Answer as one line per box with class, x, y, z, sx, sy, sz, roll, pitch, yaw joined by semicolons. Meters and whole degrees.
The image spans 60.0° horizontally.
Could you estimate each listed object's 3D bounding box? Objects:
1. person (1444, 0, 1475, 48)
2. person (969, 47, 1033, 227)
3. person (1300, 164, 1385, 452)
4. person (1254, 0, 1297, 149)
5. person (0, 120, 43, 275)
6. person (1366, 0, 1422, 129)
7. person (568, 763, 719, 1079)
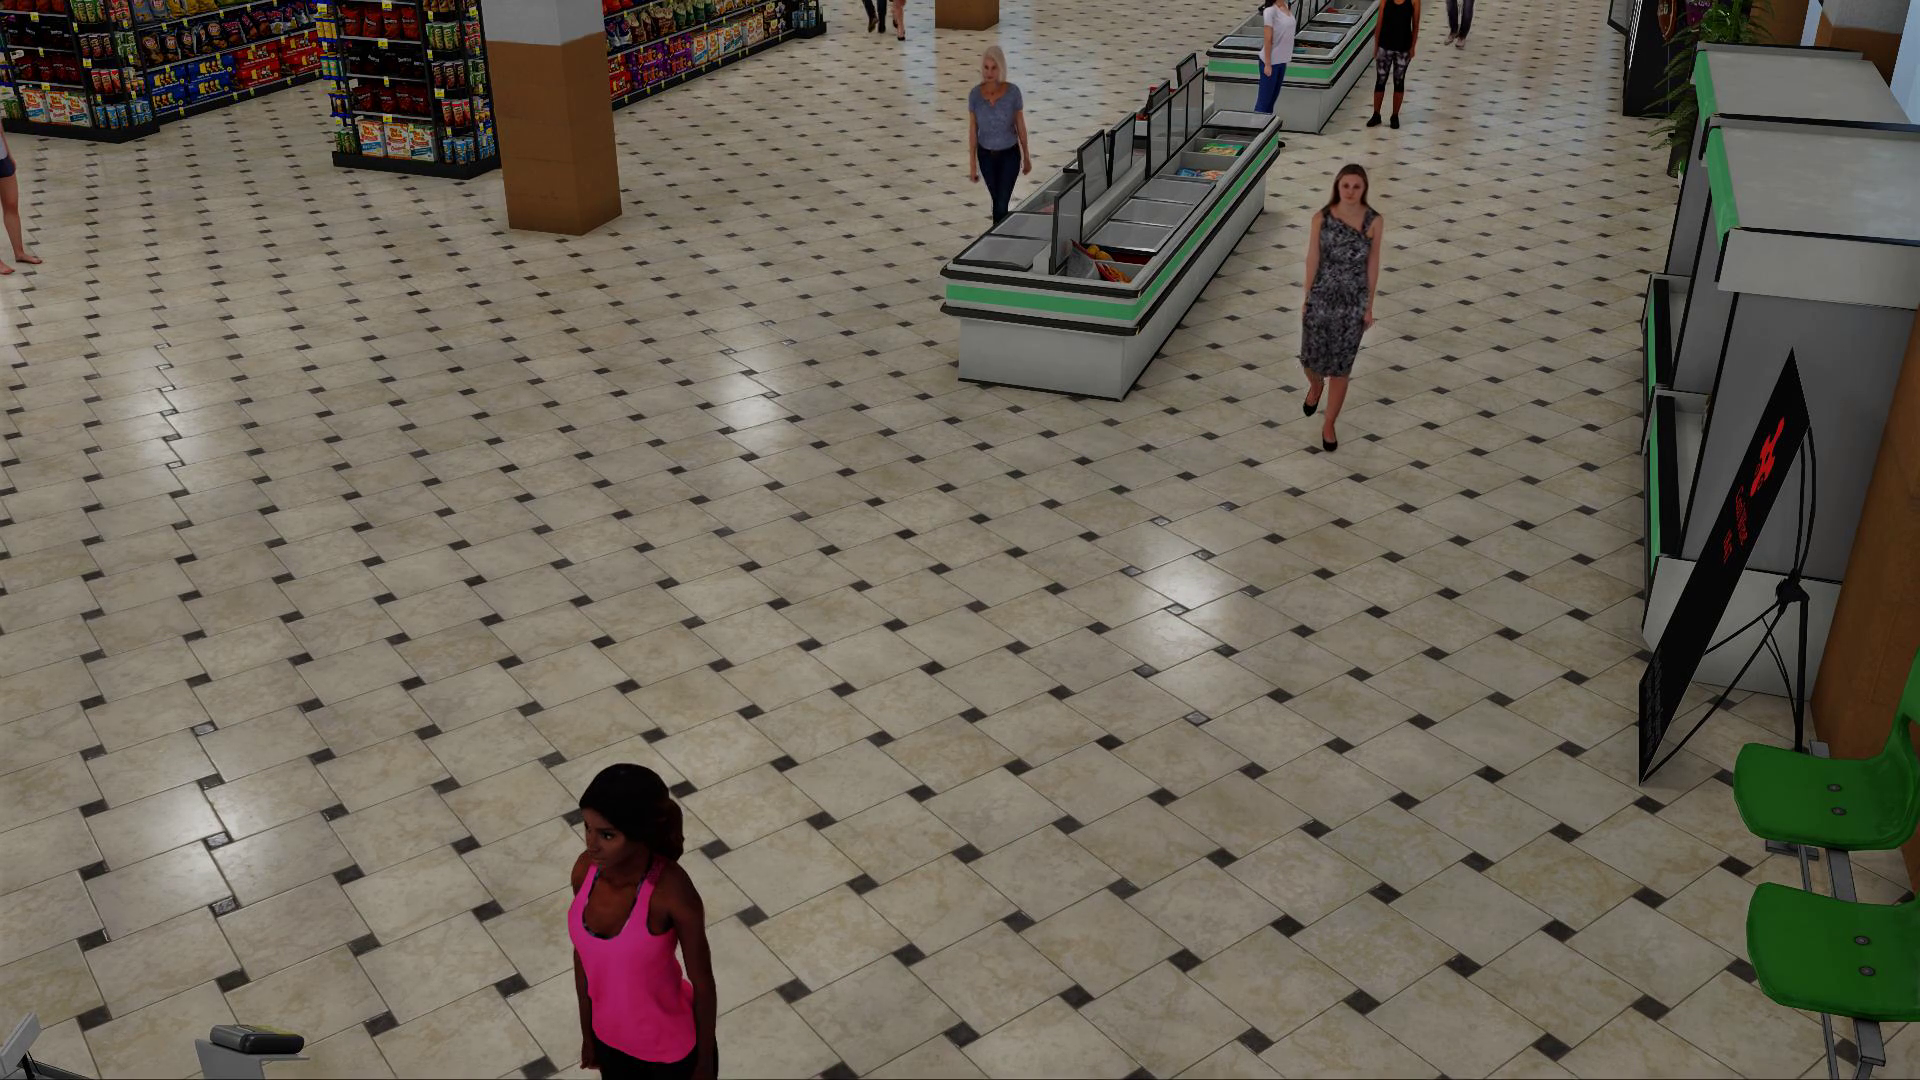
person;6.447;-7.191;21.084;0.742;1.810;0.666;13;30;23
person;0.323;-2.951;12.907;0.614;1.645;1.112;9;28;16
person;2.236;-1.395;9.783;0.596;1.694;0.751;7;28;13
person;3.037;-4.623;16.159;0.700;1.685;0.516;15;30;27
person;-7.492;-2.934;12.805;0.642;1.707;0.453;9;28;18
person;4.490;-5.107;17.137;0.590;1.664;0.528;12;29;22
person;-0.809;1.312;4.414;0.585;1.722;0.570;13;30;23
